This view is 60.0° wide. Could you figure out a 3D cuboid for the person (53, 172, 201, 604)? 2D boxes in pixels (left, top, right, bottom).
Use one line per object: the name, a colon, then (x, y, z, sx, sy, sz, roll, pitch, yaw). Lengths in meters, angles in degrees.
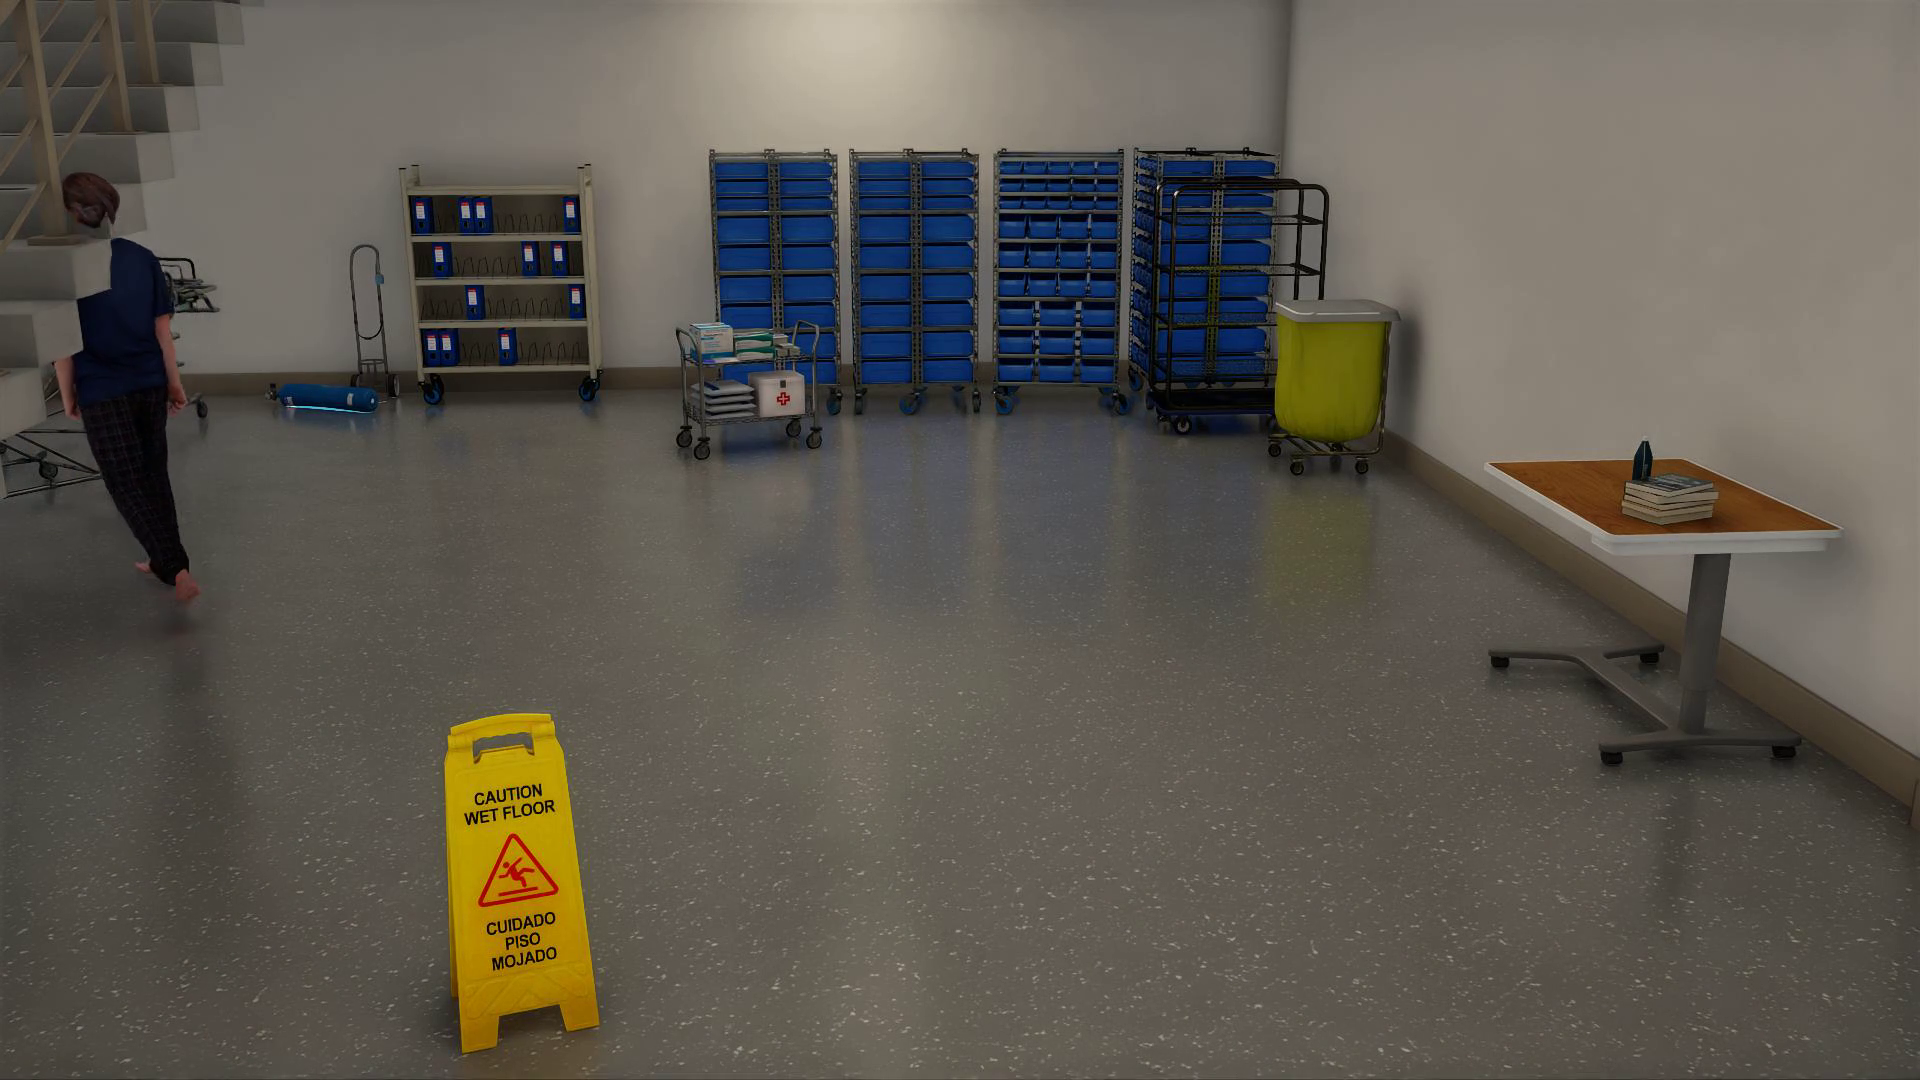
person: (-3.527, -0.590, 7.073, 1.198, 1.830, 1.128, 15, 22, 43)
